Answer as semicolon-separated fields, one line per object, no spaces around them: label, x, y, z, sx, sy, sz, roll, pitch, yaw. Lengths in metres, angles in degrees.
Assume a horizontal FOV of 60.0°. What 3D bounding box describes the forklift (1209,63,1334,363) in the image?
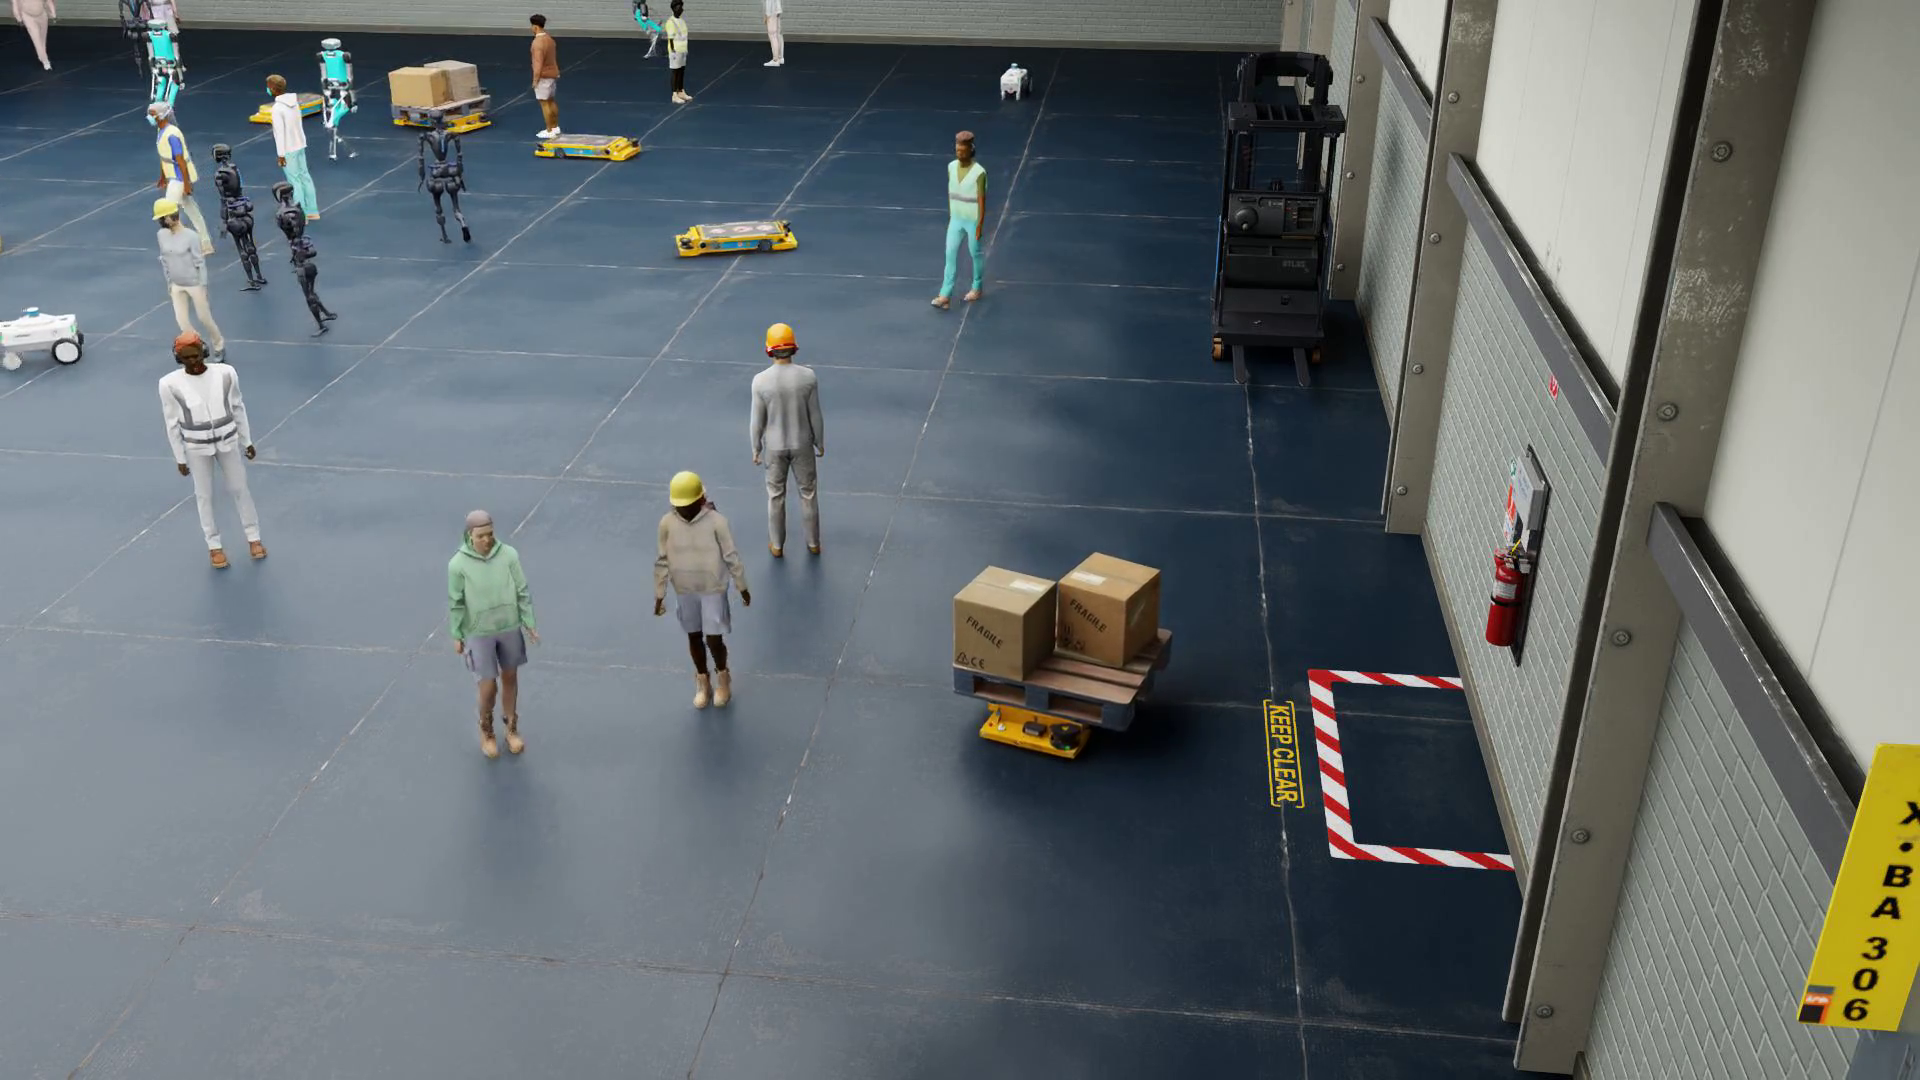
forklift;3.241;-3.477;17.183;1.129;2.768;1.873;3;27;6

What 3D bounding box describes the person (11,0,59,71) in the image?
person;-17.082;-9.677;30.698;0.650;1.857;1.007;-21;33;-36

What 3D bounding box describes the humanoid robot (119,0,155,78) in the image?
humanoid robot;-14.742;-9.169;29.867;0.609;1.653;0.308;-7;27;-14

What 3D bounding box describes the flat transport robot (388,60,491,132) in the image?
flat transport robot;-8.277;-6.707;26.528;1.431;0.231;0.659;13;29;24

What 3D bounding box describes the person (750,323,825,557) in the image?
person;-1.331;-0.759;12.854;0.571;1.889;0.384;-5;27;-9

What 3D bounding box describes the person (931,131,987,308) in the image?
person;0.015;-3.485;18.234;0.514;1.934;0.970;15;30;27

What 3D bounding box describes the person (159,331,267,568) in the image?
person;-5.724;-0.704;12.753;0.600;1.882;0.373;-18;32;-31

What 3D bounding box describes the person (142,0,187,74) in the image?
person;-14.459;-9.502;30.144;0.420;2.033;0.610;22;34;37

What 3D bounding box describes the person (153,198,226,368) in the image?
person;-7.686;-2.550;16.598;0.588;1.729;0.597;7;27;13

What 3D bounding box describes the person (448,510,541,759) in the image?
person;-2.891;0.588;10.333;0.488;1.725;0.431;-16;31;-29

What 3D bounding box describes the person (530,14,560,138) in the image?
person;-6.397;-7.174;25.724;0.448;1.828;0.783;6;27;11

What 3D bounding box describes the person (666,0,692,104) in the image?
person;-4.729;-8.227;27.968;0.319;1.692;0.537;8;28;16

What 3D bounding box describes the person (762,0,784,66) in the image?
person;-3.458;-9.755;30.821;0.388;1.874;0.504;9;28;18

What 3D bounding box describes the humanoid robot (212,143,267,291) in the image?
humanoid robot;-8.219;-3.672;18.882;0.315;1.657;0.599;1;27;1

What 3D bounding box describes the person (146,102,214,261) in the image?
person;-9.485;-4.277;19.896;0.801;1.860;0.554;-18;32;-32

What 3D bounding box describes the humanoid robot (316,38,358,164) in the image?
humanoid robot;-9.154;-6.315;24.167;0.531;1.780;0.997;5;27;11

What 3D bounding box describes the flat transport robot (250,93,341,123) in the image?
flat transport robot;-10.892;-7.074;27.260;0.659;0.231;1.431;9;28;17

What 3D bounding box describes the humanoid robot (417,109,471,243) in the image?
humanoid robot;-6.368;-4.456;20.478;0.608;1.642;0.537;-17;31;-31

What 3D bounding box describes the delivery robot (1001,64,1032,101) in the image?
delivery robot;0.930;-7.854;28.485;0.499;0.583;0.767;6;27;12

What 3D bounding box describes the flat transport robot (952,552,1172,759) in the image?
flat transport robot;0.706;0.978;11.187;0.659;0.231;1.431;11;29;21

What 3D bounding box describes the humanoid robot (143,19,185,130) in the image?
humanoid robot;-12.249;-7.031;25.554;0.537;1.810;0.649;3;27;6

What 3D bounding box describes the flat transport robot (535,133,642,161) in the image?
flat transport robot;-5.552;-5.865;24.847;1.431;0.231;0.659;6;27;12

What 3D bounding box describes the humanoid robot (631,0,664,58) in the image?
humanoid robot;-5.893;-9.918;31.429;0.711;1.908;0.552;-16;31;-29

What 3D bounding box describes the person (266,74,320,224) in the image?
person;-8.562;-4.988;21.276;0.377;1.912;0.491;6;27;11

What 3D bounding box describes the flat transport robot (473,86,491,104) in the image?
flat transport robot;-8.773;-7.554;28.220;1.431;0.231;0.659;8;28;15

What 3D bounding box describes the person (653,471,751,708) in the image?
person;-1.682;0.333;10.827;0.626;1.740;0.446;2;27;5

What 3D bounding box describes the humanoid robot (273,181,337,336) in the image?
humanoid robot;-6.893;-2.984;17.530;0.427;1.646;0.603;-13;29;-24

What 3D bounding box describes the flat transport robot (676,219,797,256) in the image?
flat transport robot;-2.774;-3.738;20.600;1.431;0.231;0.659;-6;27;-12

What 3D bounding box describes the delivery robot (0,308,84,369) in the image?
delivery robot;-9.376;-2.072;16.948;0.785;0.587;0.499;-11;29;-21
